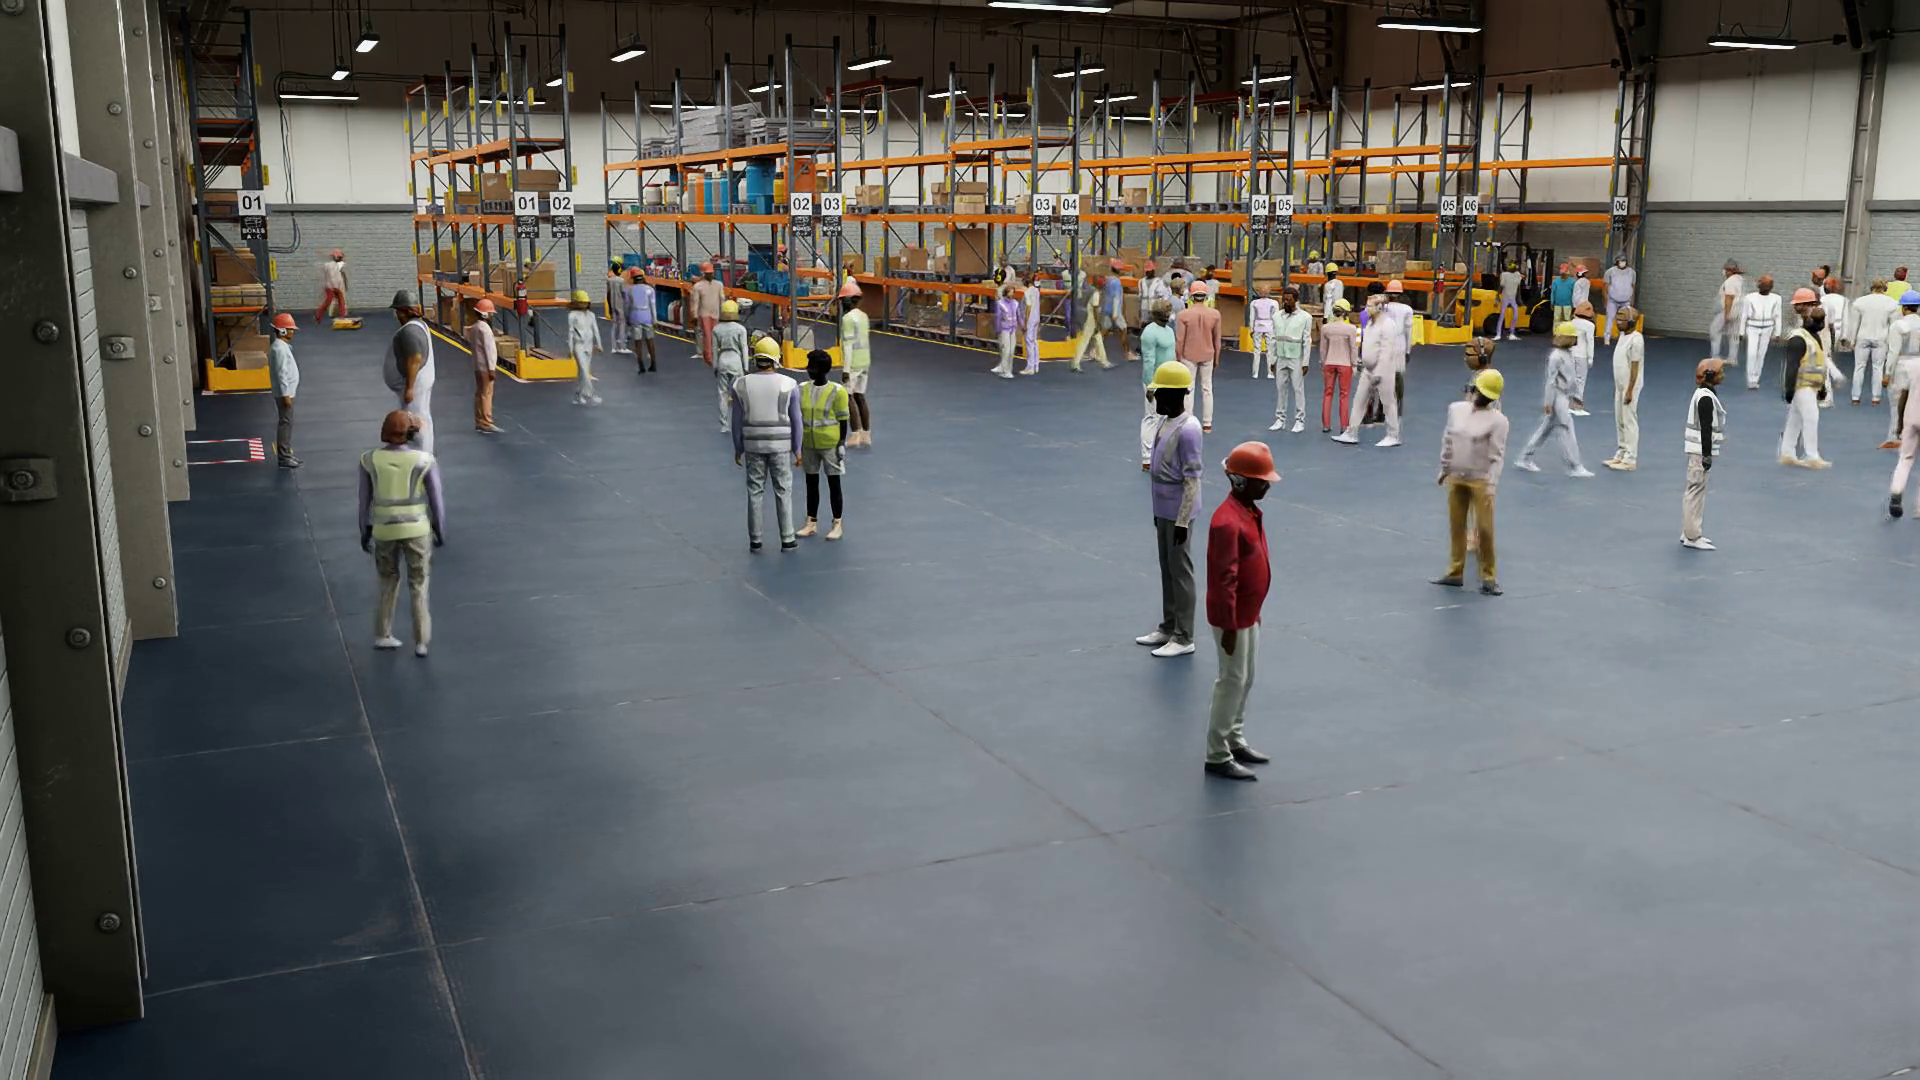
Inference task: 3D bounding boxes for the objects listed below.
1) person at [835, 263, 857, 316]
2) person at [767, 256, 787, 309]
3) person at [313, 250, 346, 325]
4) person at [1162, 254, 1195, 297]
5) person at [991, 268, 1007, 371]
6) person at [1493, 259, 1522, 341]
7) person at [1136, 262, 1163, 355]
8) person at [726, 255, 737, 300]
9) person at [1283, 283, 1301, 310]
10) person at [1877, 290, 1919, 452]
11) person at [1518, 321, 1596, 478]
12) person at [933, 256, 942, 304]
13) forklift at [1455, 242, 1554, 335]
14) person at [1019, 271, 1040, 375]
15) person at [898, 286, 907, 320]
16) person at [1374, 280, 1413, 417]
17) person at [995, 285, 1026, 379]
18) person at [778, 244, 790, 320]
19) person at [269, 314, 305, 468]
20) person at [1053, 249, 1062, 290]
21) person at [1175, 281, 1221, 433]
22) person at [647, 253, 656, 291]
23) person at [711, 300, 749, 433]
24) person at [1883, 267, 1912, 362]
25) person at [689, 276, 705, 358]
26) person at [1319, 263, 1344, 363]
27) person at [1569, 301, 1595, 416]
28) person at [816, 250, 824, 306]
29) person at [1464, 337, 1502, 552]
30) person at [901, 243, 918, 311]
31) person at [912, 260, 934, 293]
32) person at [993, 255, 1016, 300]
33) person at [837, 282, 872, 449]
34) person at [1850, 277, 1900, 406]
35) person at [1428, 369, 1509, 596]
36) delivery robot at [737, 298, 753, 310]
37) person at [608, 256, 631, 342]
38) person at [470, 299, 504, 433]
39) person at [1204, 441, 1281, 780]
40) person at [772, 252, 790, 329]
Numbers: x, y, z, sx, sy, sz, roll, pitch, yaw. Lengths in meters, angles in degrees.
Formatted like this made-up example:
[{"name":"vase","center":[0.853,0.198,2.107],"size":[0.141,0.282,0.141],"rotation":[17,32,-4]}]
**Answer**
[{"name":"person","center":[-2.356,-4.805,34.455],"size":[0.564,1.841,0.389],"rotation":[9,14,39]},{"name":"person","center":[-5.431,-7.837,50.191],"size":[0.879,1.719,0.511],"rotation":[0,11,-2]},{"name":"person","center":[-16.162,-6.476,42.720],"size":[0.958,1.937,0.645],"rotation":[0,11,2]},{"name":"person","center":[4.529,-4.945,34.664],"size":[0.700,2.000,0.539],"rotation":[1,11,6]},{"name":"person","center":[0.741,-4.007,30.327],"size":[0.330,1.874,0.518],"rotation":[3,12,16]},{"name":"person","center":[12.400,-5.422,37.605],"size":[0.707,1.833,0.681],"rotation":[-2,11,-10]},{"name":"person","center":[3.862,-4.715,33.878],"size":[0.567,1.883,1.006],"rotation":[5,12,24]},{"name":"person","center":[-6.846,-7.683,49.617],"size":[0.284,1.633,0.497],"rotation":[7,13,31]},{"name":"person","center":[5.851,-3.709,29.402],"size":[0.306,1.640,0.522],"rotation":[-2,11,-9]},{"name":"person","center":[11.439,-2.039,20.131],"size":[0.616,1.945,0.404],"rotation":[-3,12,-15]},{"name":"person","center":[6.603,-1.562,18.340],"size":[0.889,1.701,0.500],"rotation":[8,14,35]},{"name":"person","center":[-0.719,-8.270,52.599],"size":[0.279,1.633,0.499],"rotation":[-5,12,-24]},{"name":"forklift","center":[13.047,-6.049,39.881],"size":[2.313,2.155,1.214],"rotation":[-5,12,-23]},{"name":"person","center":[1.246,-3.870,29.697],"size":[0.329,1.844,0.517],"rotation":[5,12,24]},{"name":"person","center":[-1.581,-6.862,45.107],"size":[0.311,1.768,0.532],"rotation":[0,11,0]},{"name":"person","center":[6.111,-2.709,23.560],"size":[0.552,1.936,0.358],"rotation":[0,11,0]},{"name":"person","center":[0.859,-3.632,29.059],"size":[0.470,1.615,0.535],"rotation":[10,15,41]},{"name":"person","center":[-4.770,-6.956,44.915],"size":[0.400,2.035,0.601],"rotation":[0,11,-1]},{"name":"person","center":[-7.647,-1.696,18.907],"size":[0.344,1.744,0.567],"rotation":[-4,12,-20]},{"name":"person","center":[2.980,-7.954,50.655],"size":[0.329,1.769,0.526],"rotation":[3,12,15]},{"name":"person","center":[3.105,-2.384,21.760],"size":[0.622,1.994,0.381],"rotation":[-2,11,-10]},{"name":"person","center":[-8.620,-7.173,46.718],"size":[0.332,1.752,0.567],"rotation":[-4,12,-18]},{"name":"person","center":[-3.005,-2.276,21.859],"size":[0.492,1.740,0.324],"rotation":[2,11,11]},{"name":"person","center":[17.983,-4.319,31.974],"size":[0.390,1.847,0.563],"rotation":[-7,13,-30]},{"name":"person","center":[-5.200,-4.420,33.028],"size":[0.314,1.636,0.515],"rotation":[4,12,18]},{"name":"person","center":[7.114,-4.339,31.885],"size":[0.377,1.920,0.594],"rotation":[9,14,39]},{"name":"person","center":[8.859,-2.594,23.784],"size":[0.288,1.626,0.497],"rotation":[-5,12,-22]},{"name":"person","center":[-4.415,-8.138,51.669],"size":[0.390,1.739,0.562],"rotation":[4,12,17]},{"name":"person","center":[4.419,-0.810,14.173],"size":[0.348,1.839,0.504],"rotation":[3,11,14]},{"name":"person","center":[-1.524,-7.724,48.935],"size":[0.676,1.995,0.981],"rotation":[7,13,31]},{"name":"person","center":[-0.937,-6.654,43.453],"size":[0.617,2.028,0.894],"rotation":[-6,13,-27]},{"name":"person","center":[1.066,-6.103,41.045],"size":[0.652,1.857,0.994],"rotation":[-3,12,-15]},{"name":"person","center":[-1.317,-2.143,20.465],"size":[0.428,2.026,0.620],"rotation":[4,12,20]},{"name":"person","center":[13.675,-2.969,24.920],"size":[0.623,1.932,0.373],"rotation":[6,13,28]},{"name":"person","center":[3.856,-0.450,12.649],"size":[0.323,1.721,0.640],"rotation":[-8,14,-35]},{"name":"delivery robot","center":[-6.184,-6.754,47.404],"size":[0.477,0.478,0.707],"rotation":[3,11,15]},{"name":"person","center":[-7.588,-5.348,37.006],"size":[0.423,1.914,0.598],"rotation":[8,14,37]},{"name":"person","center":[-6.233,-2.289,21.901],"size":[0.345,1.746,0.573],"rotation":[-8,13,-34]},{"name":"person","center":[1.443,0.356,8.492],"size":[0.354,1.737,0.577],"rotation":[5,12,22]},{"name":"person","center":[-4.475,-6.194,41.353],"size":[0.638,1.909,0.407],"rotation":[4,12,20]}]
